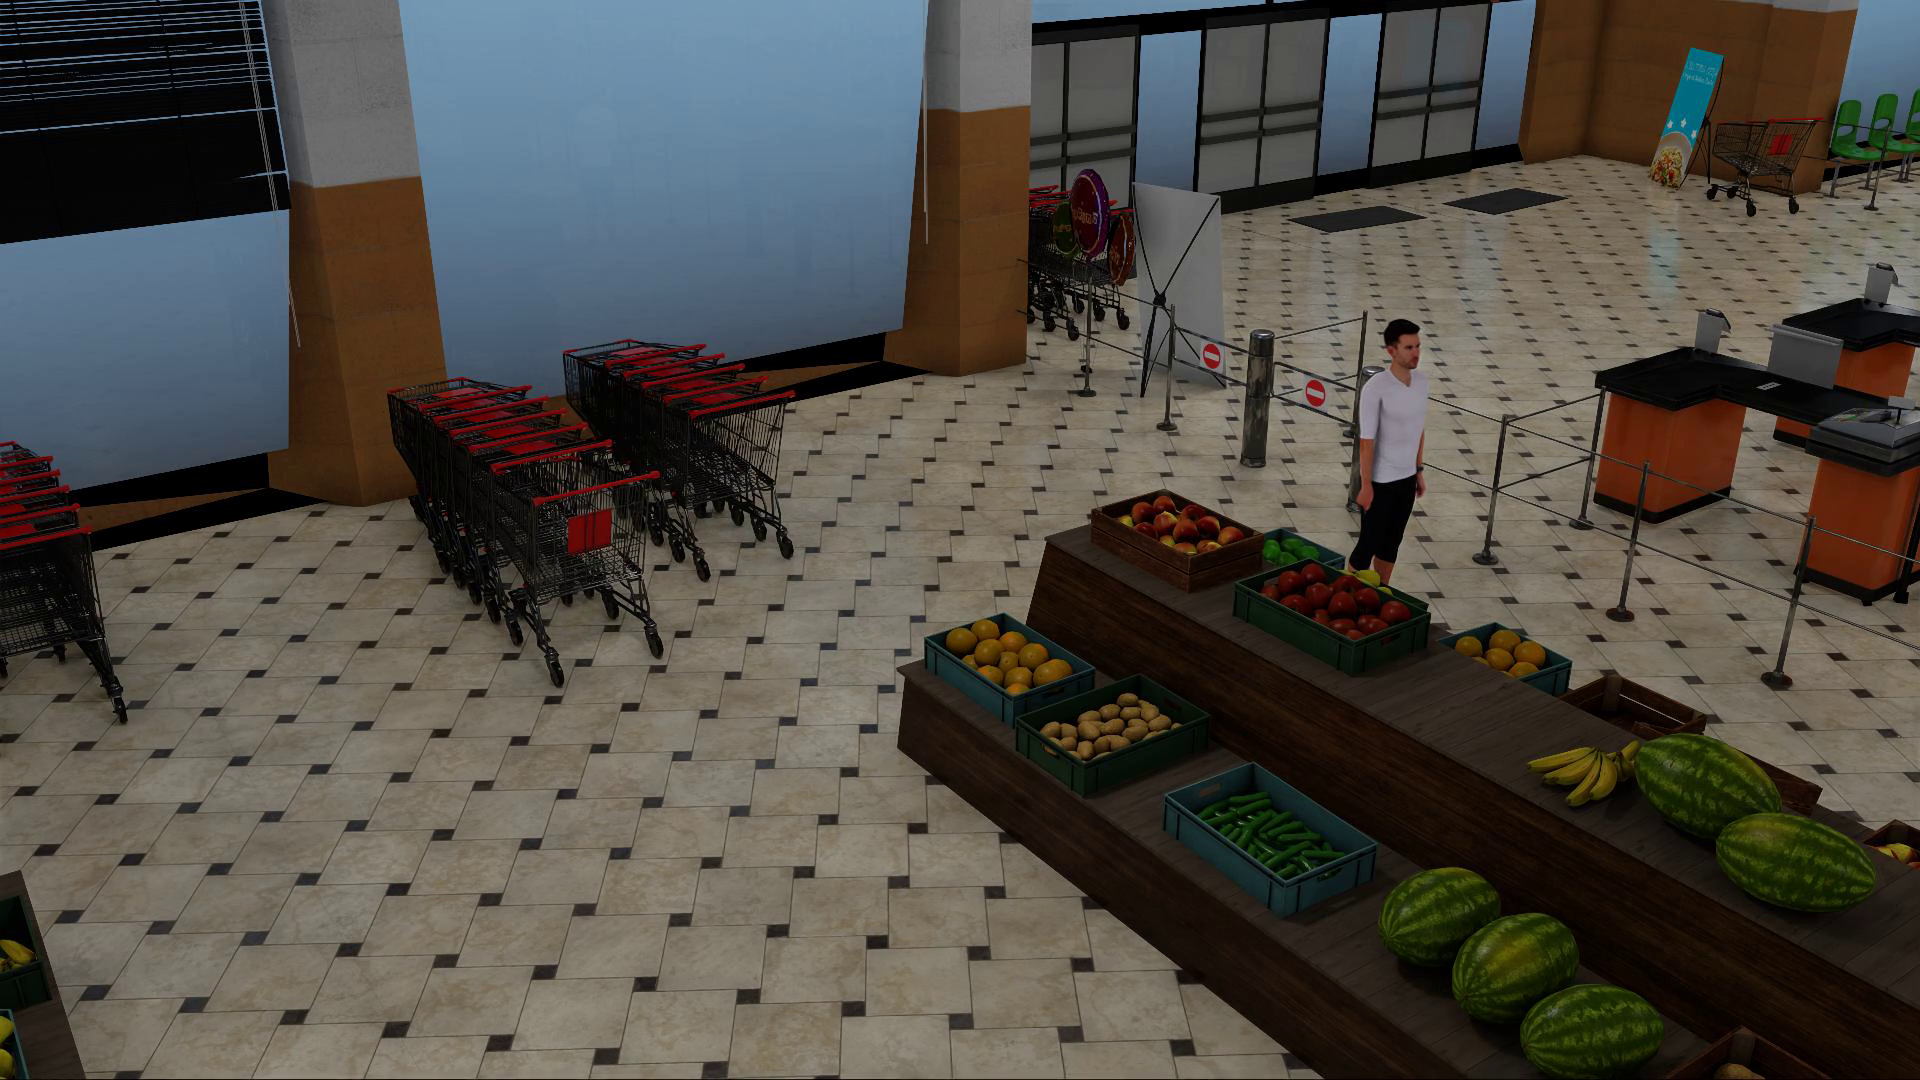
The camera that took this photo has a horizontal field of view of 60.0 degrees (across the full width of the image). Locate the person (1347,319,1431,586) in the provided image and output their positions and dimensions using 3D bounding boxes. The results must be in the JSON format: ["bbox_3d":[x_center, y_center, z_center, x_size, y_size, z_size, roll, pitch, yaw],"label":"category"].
[{"bbox_3d":[2.487,-0.383,9.658,0.654,1.852,0.547,-15,28,-31],"label":"person"}]
